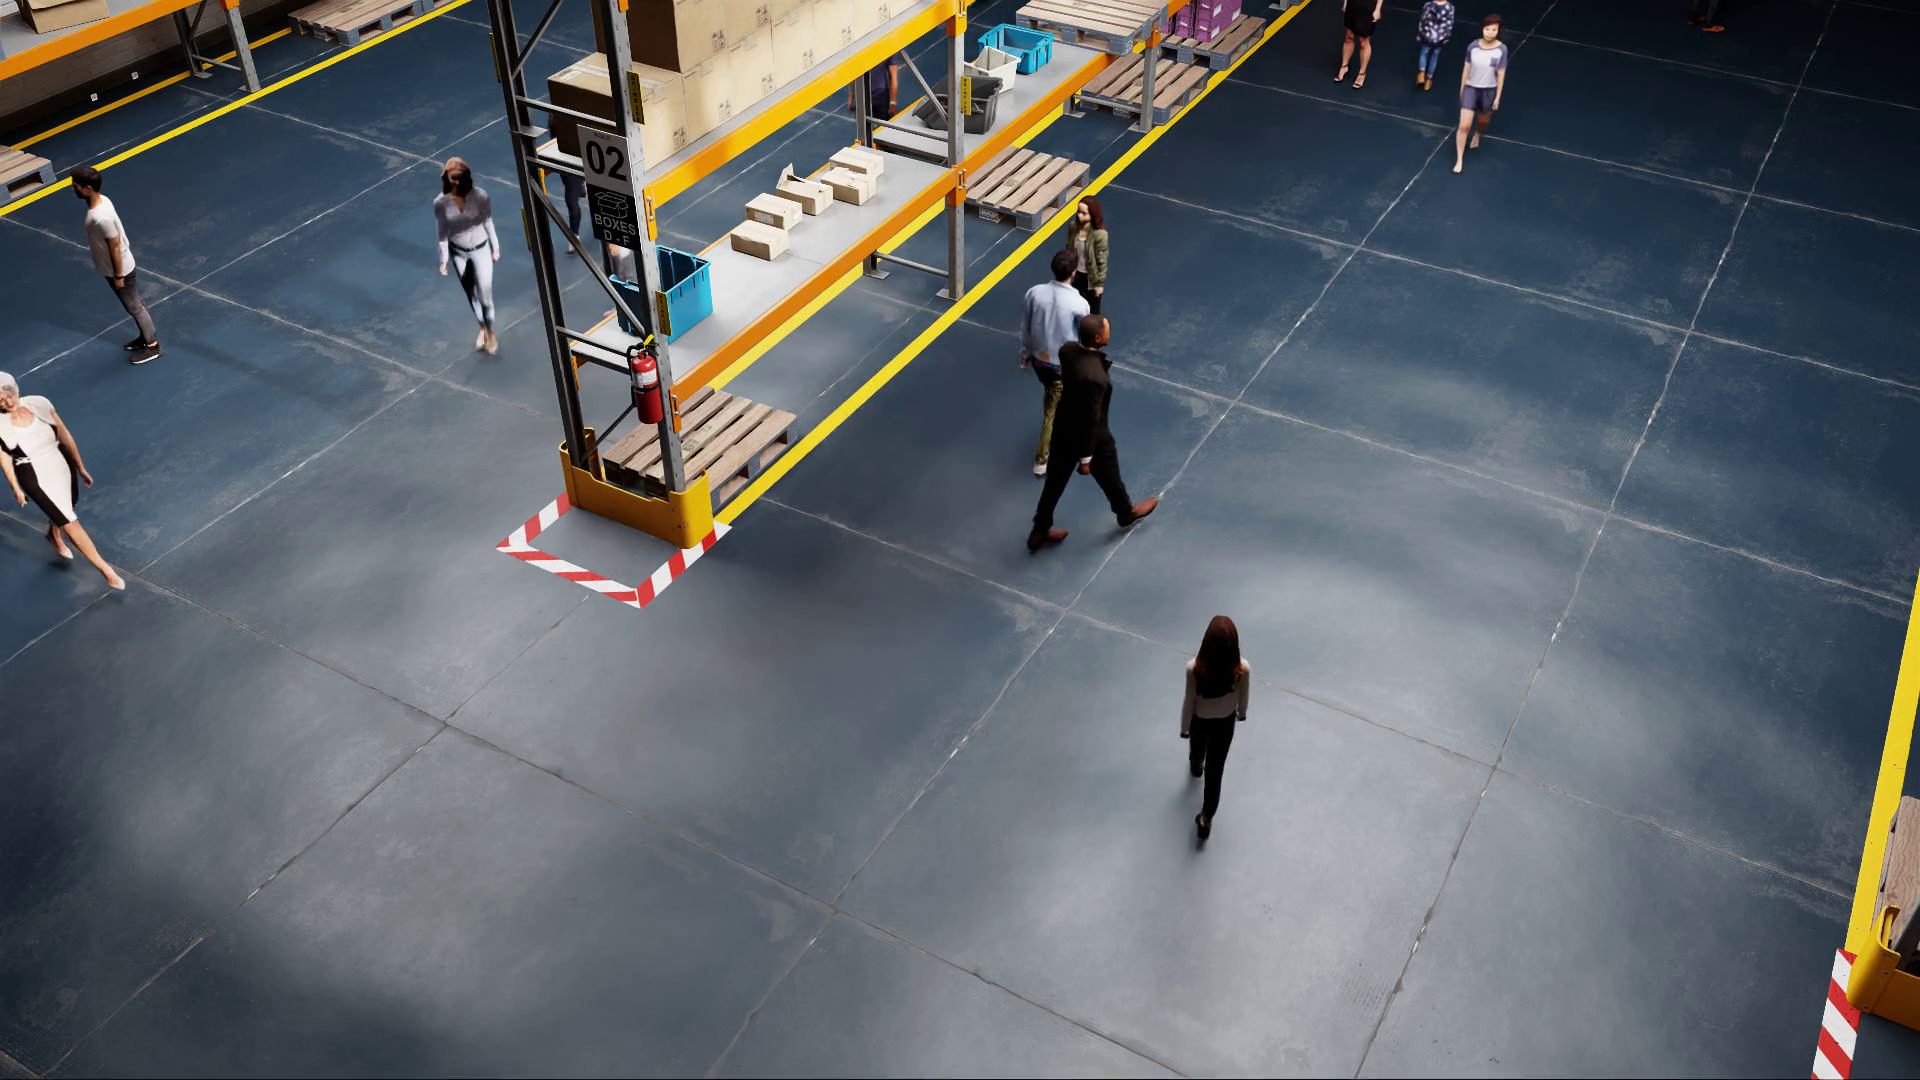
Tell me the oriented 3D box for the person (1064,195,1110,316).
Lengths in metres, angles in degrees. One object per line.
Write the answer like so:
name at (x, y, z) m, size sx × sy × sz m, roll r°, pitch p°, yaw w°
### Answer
person at (1.045, -2.168, 13.727) m, size 0.605 × 1.475 × 0.553 m, roll 27°, pitch 46°, yaw 30°

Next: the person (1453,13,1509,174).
person at (5.205, -4.503, 16.603) m, size 0.680 × 1.535 × 1.013 m, roll 12°, pitch 40°, yaw 14°

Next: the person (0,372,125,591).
person at (-6.286, -0.451, 11.400) m, size 0.693 × 1.696 × 1.025 m, roll 23°, pitch 44°, yaw 26°

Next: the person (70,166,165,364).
person at (-6.934, -2.282, 13.672) m, size 0.710 × 1.722 × 0.707 m, roll -19°, pitch 42°, yaw -22°

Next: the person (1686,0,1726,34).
person at (8.844, -6.825, 19.300) m, size 0.783 × 1.797 × 0.771 m, roll -16°, pitch 41°, yaw -19°

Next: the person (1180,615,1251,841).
person at (1.475, 1.103, 9.653) m, size 0.834 × 1.448 × 1.070 m, roll 2°, pitch 39°, yaw 3°

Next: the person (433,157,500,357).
person at (-4.031, -2.391, 13.766) m, size 0.792 × 1.774 × 0.845 m, roll -1°, pitch 39°, yaw -1°

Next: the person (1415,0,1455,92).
person at (5.145, -5.486, 18.068) m, size 0.564 × 1.242 × 0.585 m, roll 9°, pitch 40°, yaw 11°

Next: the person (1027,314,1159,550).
person at (0.757, -0.708, 11.593) m, size 1.338 × 1.857 × 1.099 m, roll -20°, pitch 43°, yaw -23°

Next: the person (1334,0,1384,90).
person at (4.365, -5.752, 18.021) m, size 0.718 × 1.717 × 0.726 m, roll -28°, pitch 46°, yaw -31°

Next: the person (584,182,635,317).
person at (-2.943, -2.616, 14.049) m, size 0.685 × 1.773 × 0.677 m, roll -20°, pitch 43°, yaw -23°

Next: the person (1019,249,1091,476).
person at (0.665, -1.275, 12.361) m, size 0.718 × 1.785 × 0.916 m, roll 21°, pitch 43°, yaw 24°
